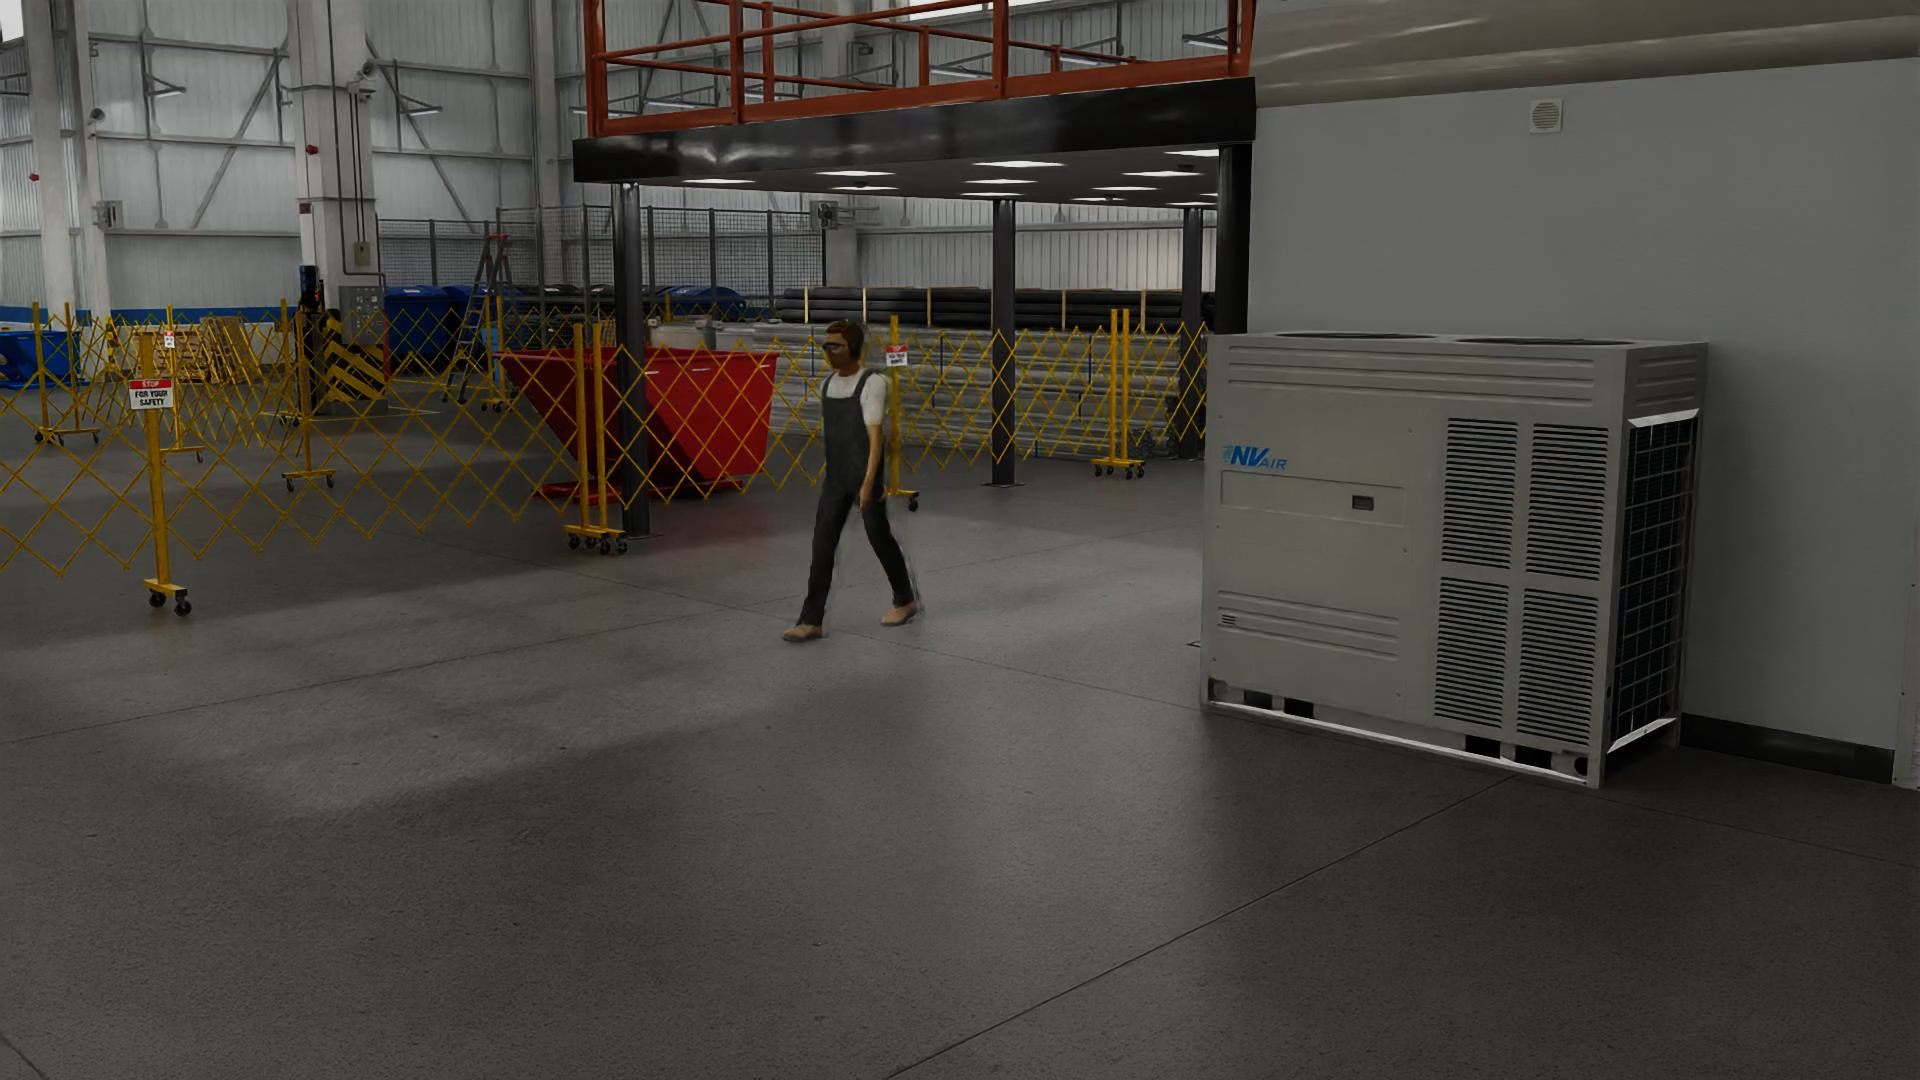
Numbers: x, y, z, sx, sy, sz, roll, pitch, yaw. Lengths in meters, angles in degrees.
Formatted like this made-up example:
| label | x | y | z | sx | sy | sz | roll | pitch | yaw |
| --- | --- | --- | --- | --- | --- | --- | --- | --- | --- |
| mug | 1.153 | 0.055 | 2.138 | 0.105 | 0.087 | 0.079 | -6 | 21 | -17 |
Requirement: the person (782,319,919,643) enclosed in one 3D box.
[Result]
| label | x | y | z | sx | sy | sz | roll | pitch | yaw |
| --- | --- | --- | --- | --- | --- | --- | --- | --- | --- |
| person | -0.589 | -0.346 | 9.405 | 0.516 | 1.802 | 0.978 | 7 | 11 | 35 |
